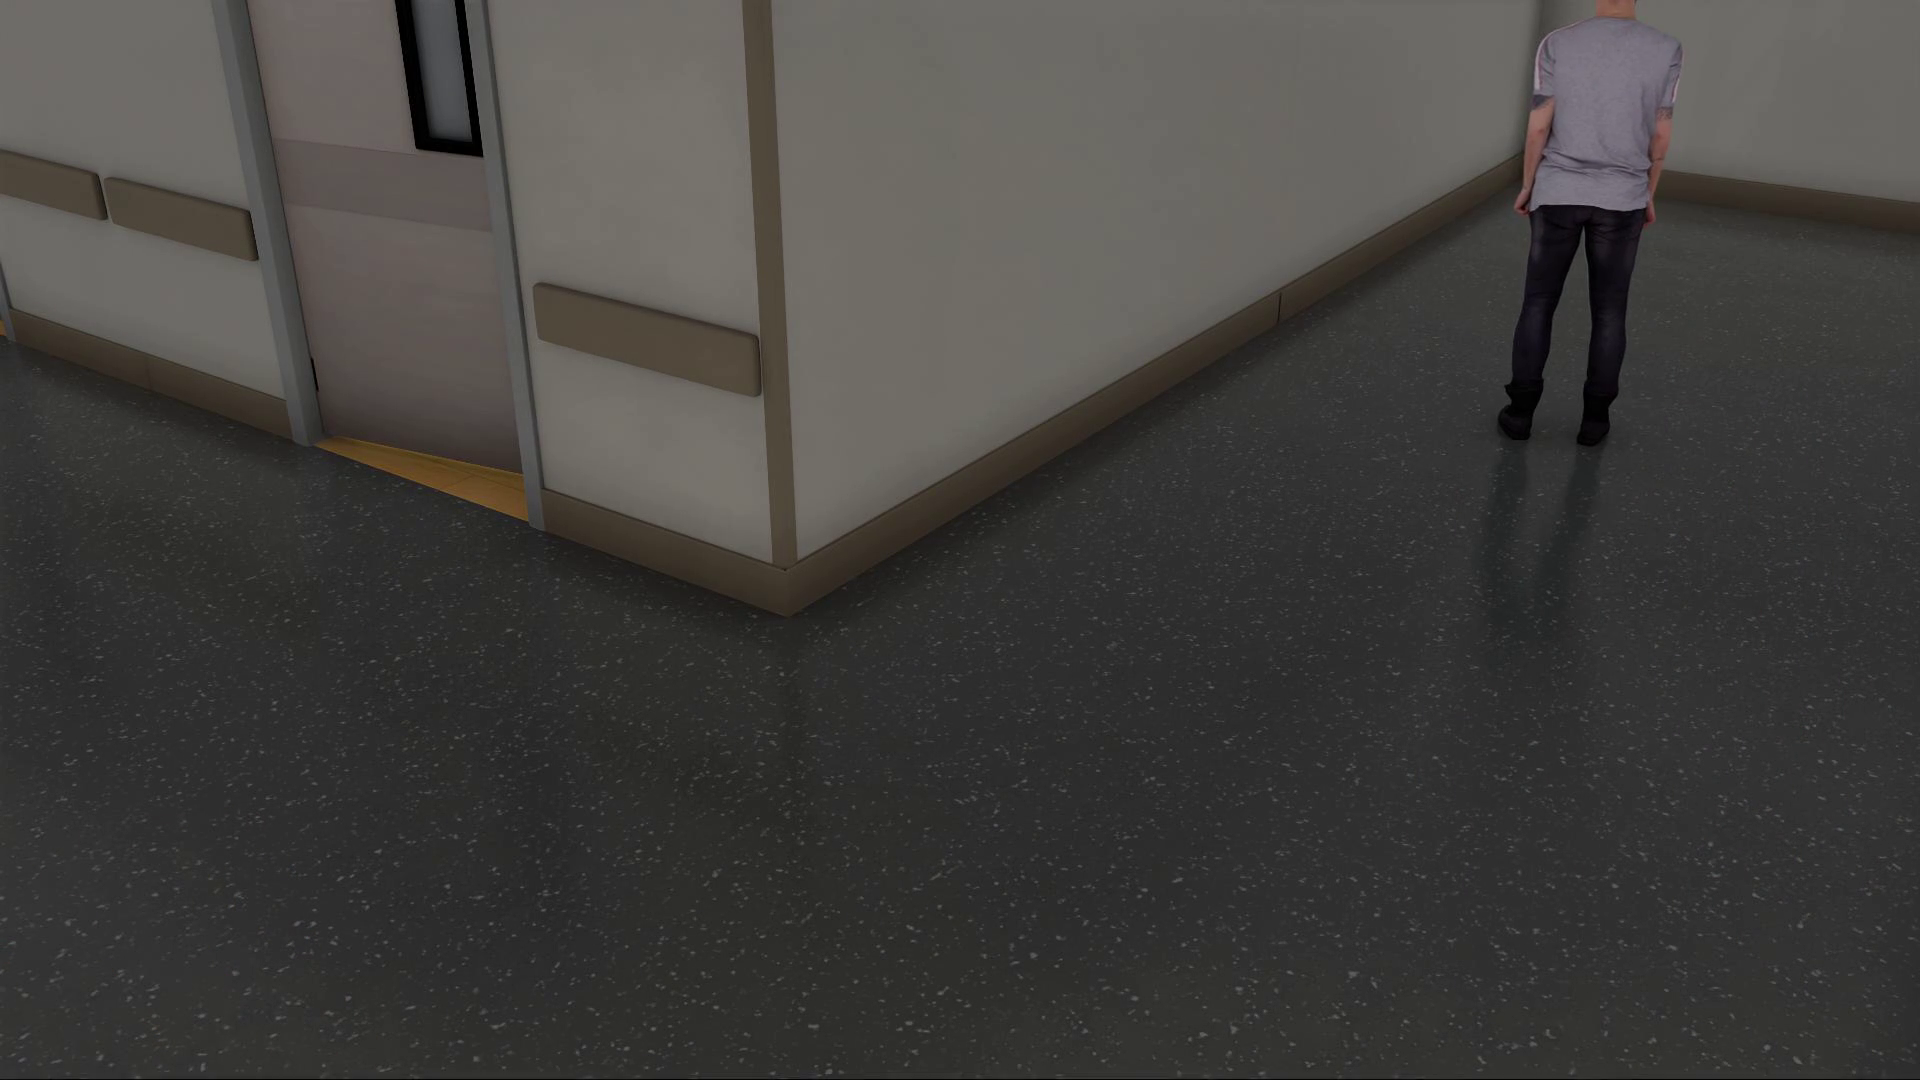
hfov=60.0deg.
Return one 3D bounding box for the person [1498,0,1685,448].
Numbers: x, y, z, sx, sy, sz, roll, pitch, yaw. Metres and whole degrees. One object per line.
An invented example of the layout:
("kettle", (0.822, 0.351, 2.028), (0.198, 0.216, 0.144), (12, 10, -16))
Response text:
("person", (2.317, -1.250, 6.146), (0.731, 1.834, 0.699), (7, 27, 15))
